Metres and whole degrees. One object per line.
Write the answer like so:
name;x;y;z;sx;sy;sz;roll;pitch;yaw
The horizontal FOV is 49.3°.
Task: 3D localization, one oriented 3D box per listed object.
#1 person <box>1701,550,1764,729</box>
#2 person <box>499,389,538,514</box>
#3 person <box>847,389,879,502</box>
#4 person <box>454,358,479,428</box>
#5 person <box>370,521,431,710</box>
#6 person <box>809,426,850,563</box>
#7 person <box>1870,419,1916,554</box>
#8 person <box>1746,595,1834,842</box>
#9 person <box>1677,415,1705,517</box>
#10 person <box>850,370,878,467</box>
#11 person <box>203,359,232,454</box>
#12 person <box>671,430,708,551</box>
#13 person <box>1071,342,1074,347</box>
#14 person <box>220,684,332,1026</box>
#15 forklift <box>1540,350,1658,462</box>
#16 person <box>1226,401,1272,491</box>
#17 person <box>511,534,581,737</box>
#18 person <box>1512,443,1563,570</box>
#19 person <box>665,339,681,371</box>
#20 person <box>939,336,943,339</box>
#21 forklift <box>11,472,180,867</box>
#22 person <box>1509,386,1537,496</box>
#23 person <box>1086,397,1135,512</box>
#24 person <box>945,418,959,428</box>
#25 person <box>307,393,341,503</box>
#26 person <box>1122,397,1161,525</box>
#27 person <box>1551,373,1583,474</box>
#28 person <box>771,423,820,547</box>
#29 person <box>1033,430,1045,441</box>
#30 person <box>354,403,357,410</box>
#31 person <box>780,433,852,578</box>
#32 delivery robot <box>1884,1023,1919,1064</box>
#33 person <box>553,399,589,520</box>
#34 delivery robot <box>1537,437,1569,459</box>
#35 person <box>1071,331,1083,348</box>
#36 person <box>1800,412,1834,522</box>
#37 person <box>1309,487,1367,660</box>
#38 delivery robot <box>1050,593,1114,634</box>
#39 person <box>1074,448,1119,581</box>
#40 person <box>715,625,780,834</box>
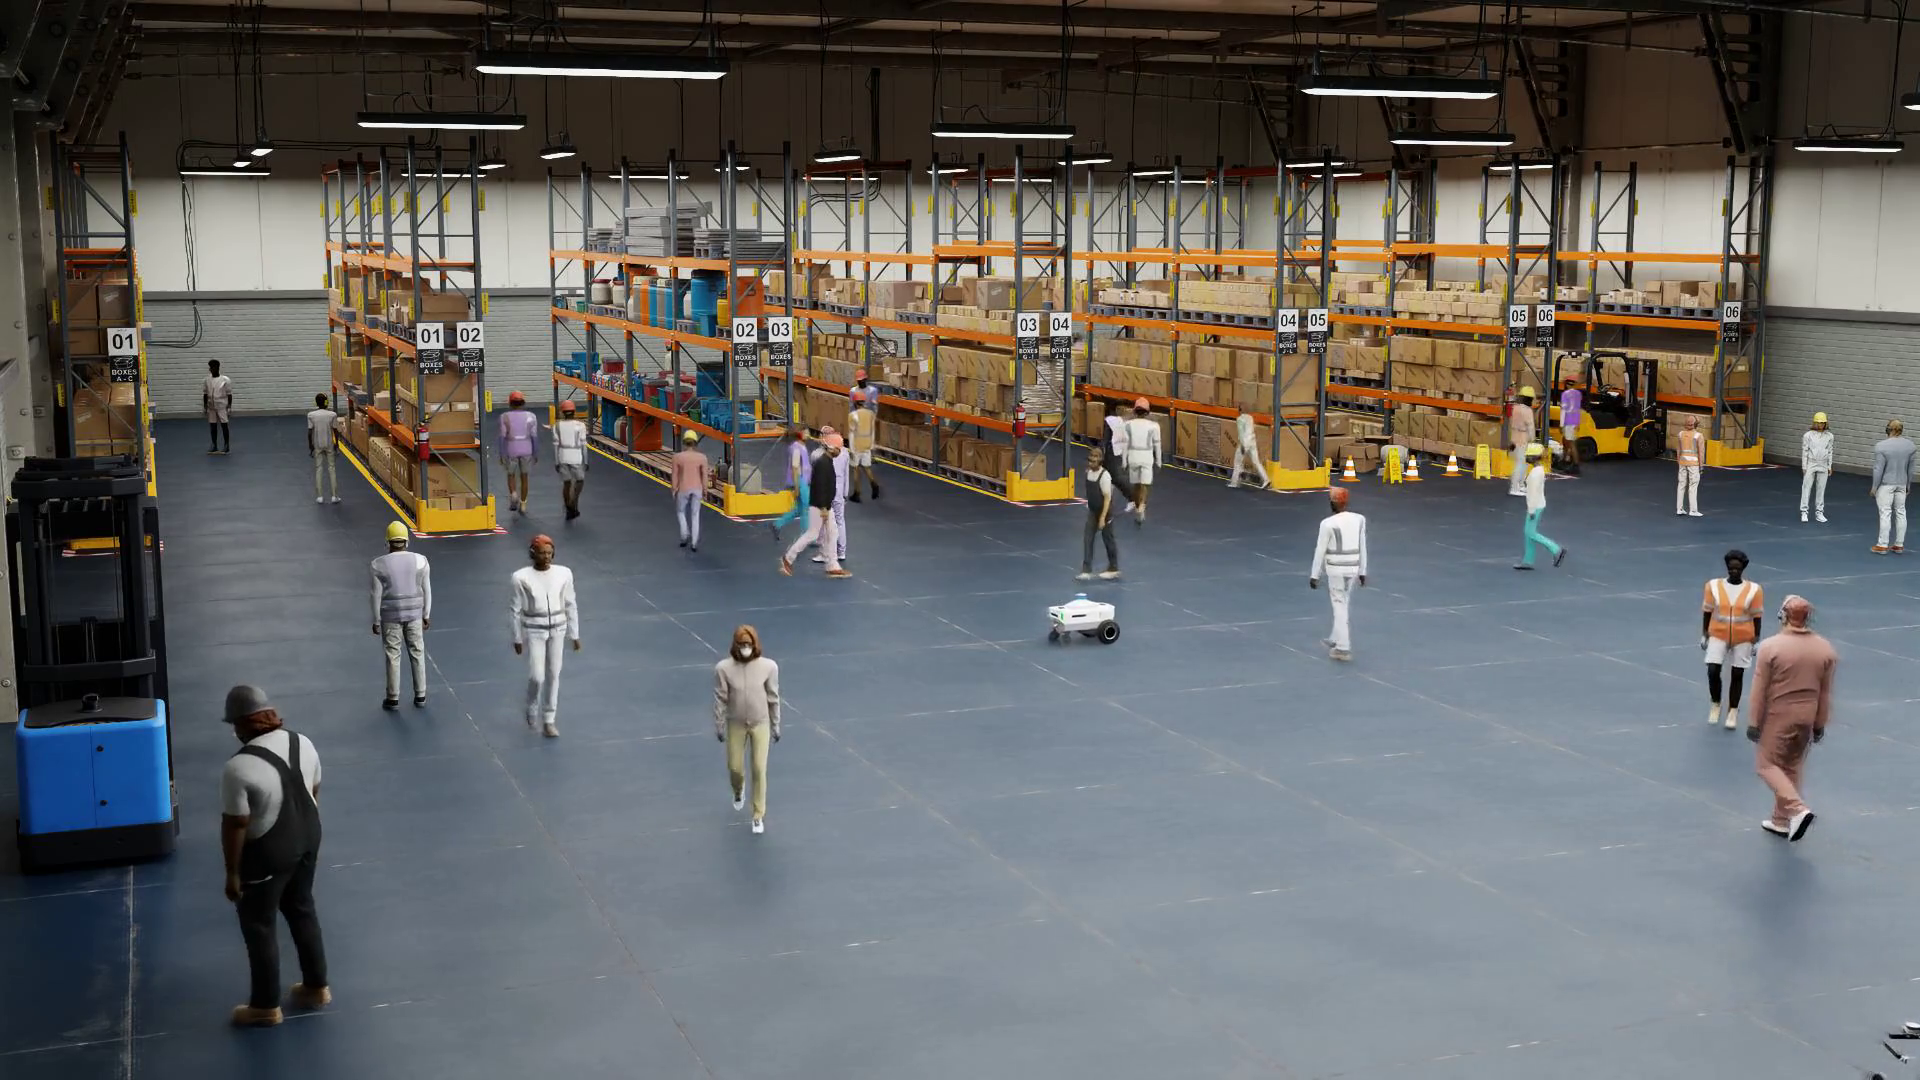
person;7.170;0.928;19.470;0.552;1.682;0.435;4;9;23
person;-7.194;-1.444;34.166;0.624;2.025;0.418;-2;9;-14
person;-1.662;-1.589;35.491;0.558;1.926;0.630;-6;10;-34
person;-11.443;-3.605;48.696;0.612;1.994;0.395;-2;9;-10
person;-5.436;0.726;20.355;0.590;1.833;0.404;-5;10;-30
person;-1.847;-0.643;29.239;0.646;1.907;0.401;-7;11;-38
person;13.334;-0.769;29.974;0.627;1.941;0.371;-1;9;-10
person;6.321;1.367;15.897;0.642;1.894;0.683;-2;9;-15
person;11.804;-1.203;33.841;0.307;1.645;0.521;-5;10;-32
person;-1.875;-2.408;41.065;0.567;1.905;0.730;0;9;0
person;-15.264;-2.741;43.032;0.613;1.962;0.367;1;9;8
person;-3.924;-0.730;30.352;0.548;1.742;0.568;-2;9;-14
person;2.681;-4.072;52.439;0.788;1.812;0.628;8;12;44
person;-4.099;1.844;12.354;0.538;2.000;0.708;4;9;26
forklift;12.897;-2.725;42.309;2.313;2.155;1.214;-3;9;-21
person;5.165;-1.674;37.230;0.492;1.573;0.890;-7;11;-41
person;-3.787;0.881;19.204;0.580;1.868;0.412;-5;10;-30
person;7.878;-0.451;28.464;0.608;1.746;0.532;3;9;20
person;-6.962;-3.887;50.620;0.413;1.985;0.637;4;9;25
person;-0.521;-4.634;56.180;0.745;1.808;0.597;4;9;26
forklift;-6.630;0.886;15.957;1.129;2.768;1.873;-3;9;-21
person;9.825;-1.710;36.370;0.623;1.906;0.611;-1;9;-6
person;2.537;-1.418;34.506;0.917;1.883;0.591;3;9;21
person;-0.224;-3.491;48.515;0.633;1.828;0.447;-1;9;-9
person;-10.791;-1.561;35.507;0.517;1.865;0.334;-1;9;-10
person;2.833;-1.231;32.832;0.617;2.016;0.890;2;9;14
person;11.564;-2.223;39.857;0.626;1.883;0.836;-7;11;-40
person;-2.392;-0.812;30.645;0.709;1.821;0.577;0;9;0
person;1.722;-3.124;45.698;0.636;1.927;0.445;-4;9;-23
person;-14.097;-3.566;49.116;0.911;1.782;0.623;7;11;38
person;-1.937;-0.455;27.880;0.910;1.941;0.711;1;9;10
delivery robot;5.086;2.621;10.930;0.335;0.223;0.698;0;8;2
person;-6.220;-1.289;33.502;0.578;1.919;0.420;1;9;7
delivery robot;11.606;-1.783;41.156;0.477;0.478;0.707;-6;11;-37
person;3.147;-4.550;55.266;0.744;1.917;0.638;0;9;3
person;13.600;-1.158;33.220;0.487;1.744;0.294;0;9;-1
person;4.047;0.341;22.788;0.610;1.867;0.730;-5;10;-29
delivery robot;1.374;0.847;23.618;0.707;0.478;0.477;-4;9;-24
person;1.812;-0.330;27.569;0.891;1.777;0.518;-7;11;-39
person;-1.653;1.440;16.327;0.506;1.620;0.519;-1;9;-5
